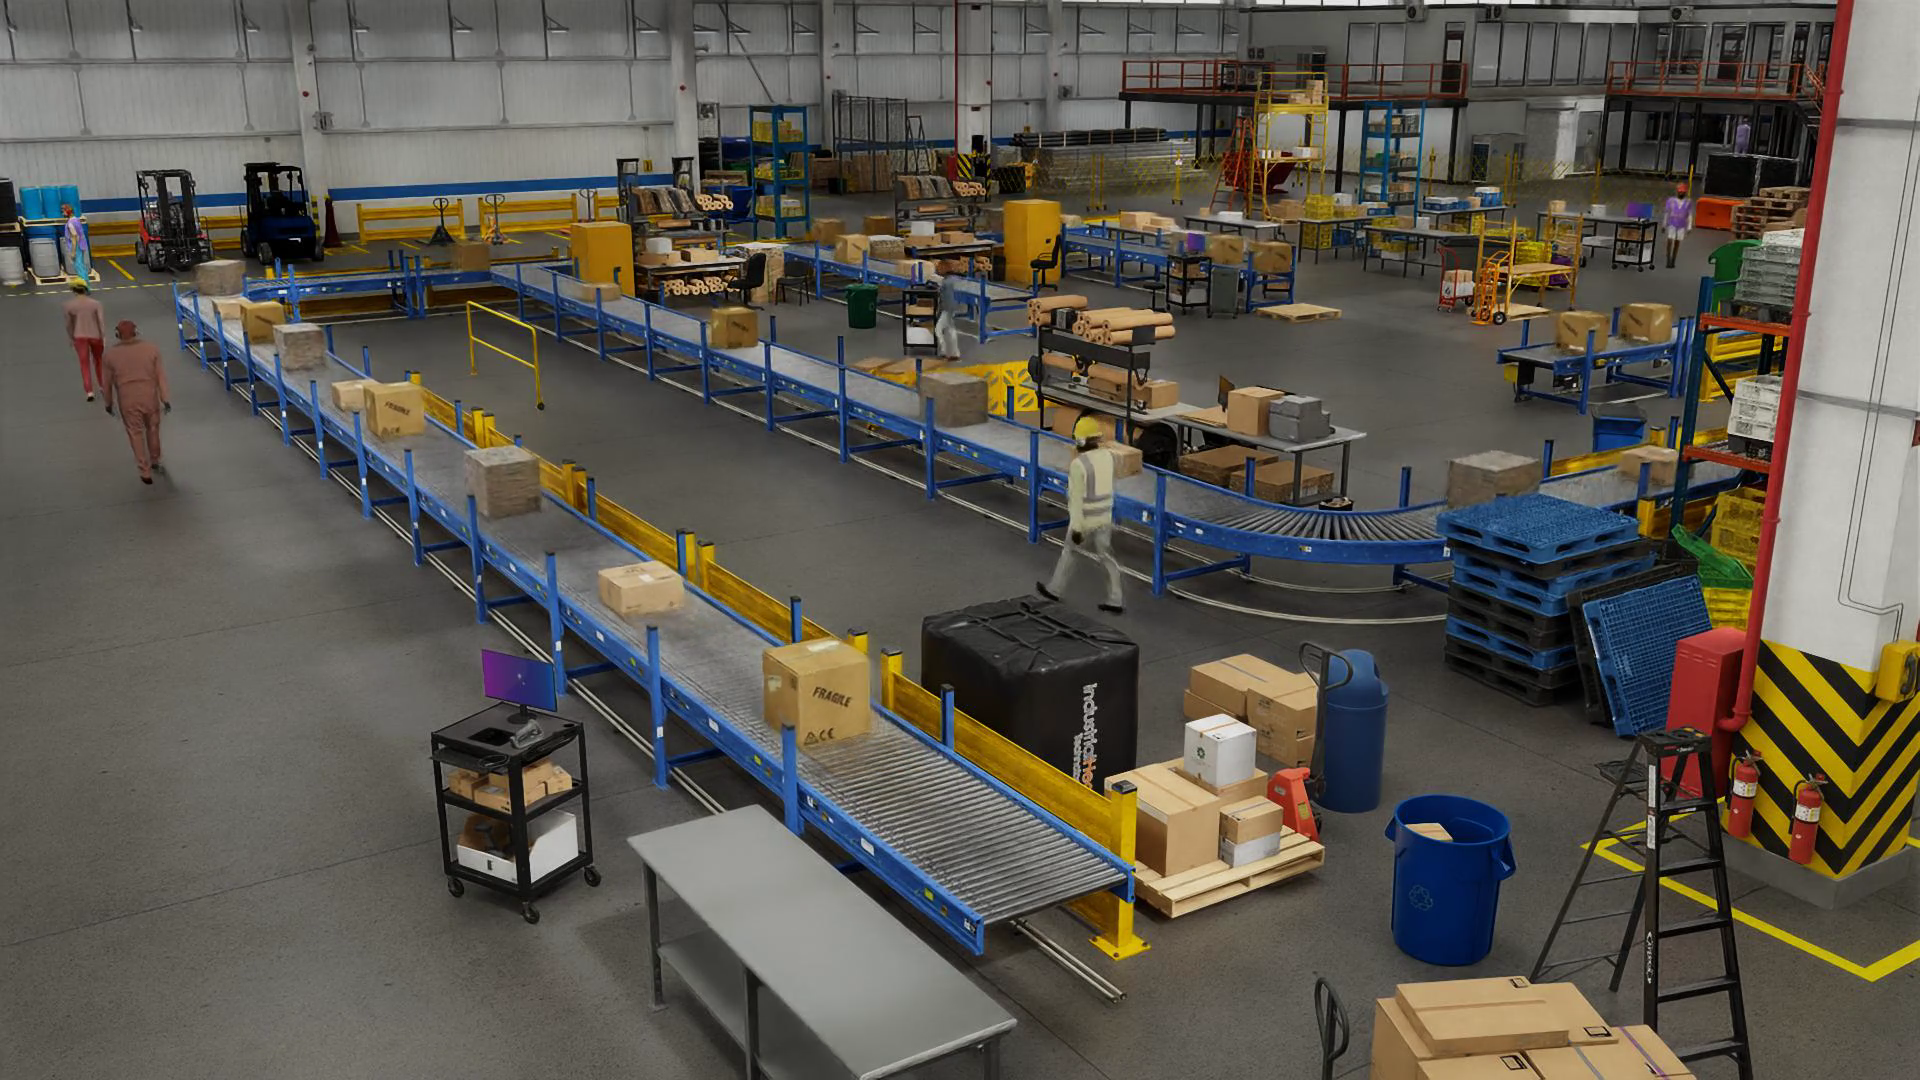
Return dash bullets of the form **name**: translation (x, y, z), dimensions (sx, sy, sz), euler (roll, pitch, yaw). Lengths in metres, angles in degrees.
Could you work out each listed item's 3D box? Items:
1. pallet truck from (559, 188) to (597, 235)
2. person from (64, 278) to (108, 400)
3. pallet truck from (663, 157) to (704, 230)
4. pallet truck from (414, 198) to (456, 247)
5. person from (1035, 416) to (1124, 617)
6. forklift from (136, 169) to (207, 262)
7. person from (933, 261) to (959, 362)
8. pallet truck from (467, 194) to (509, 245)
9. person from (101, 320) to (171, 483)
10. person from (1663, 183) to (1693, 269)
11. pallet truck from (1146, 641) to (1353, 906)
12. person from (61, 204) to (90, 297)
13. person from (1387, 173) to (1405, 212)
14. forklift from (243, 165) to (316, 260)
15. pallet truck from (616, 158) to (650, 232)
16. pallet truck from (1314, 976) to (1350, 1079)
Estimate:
- **pallet truck**: translation (-10.010, -8.652, 43.699), dimensions (0.653, 1.274, 1.630), euler (-10, 20, -31)
- **person**: translation (-12.478, -2.876, 23.781), dimensions (0.524, 1.714, 0.911), euler (-7, 18, -22)
- **pallet truck**: translation (-7.586, -9.308, 44.692), dimensions (0.823, 1.965, 1.885), euler (-11, 20, -33)
- **pallet truck**: translation (-13.250, -8.060, 41.856), dimensions (0.680, 1.201, 1.601), euler (-10, 20, -31)
- **person**: translation (1.118, -0.226, 14.841), dimensions (0.623, 1.777, 0.941), euler (-16, 23, -42)
- **forklift**: translation (-17.842, -7.318, 37.559), dimensions (1.157, 1.987, 2.680), euler (-10, 20, -31)
- **person**: translation (-0.266, -3.624, 26.436), dimensions (0.572, 1.608, 0.501), euler (0, 17, 1)
- **pallet truck**: translation (-11.983, -8.177, 42.137), dimensions (0.704, 1.261, 1.522), euler (-11, 20, -33)
- **person**: translation (-9.626, -1.644, 19.413), dimensions (0.681, 1.856, 0.967), euler (-10, 19, -30)
- **person**: translation (16.050, -6.999, 37.164), dimensions (0.563, 1.899, 0.900), euler (4, 17, 14)
- **pallet truck**: translation (1.664, 1.407, 10.232), dimensions (1.630, 1.274, 0.653), euler (-10, 20, -31)
- **person**: translation (-17.680, -5.802, 33.299), dimensions (0.390, 1.839, 0.564), euler (-5, 18, -18)
- **person**: translation (12.989, -10.753, 50.020), dimensions (0.502, 1.697, 0.909), euler (-13, 21, -36)
- **forklift**: translation (-15.898, -7.669, 38.708), dimensions (1.157, 1.987, 2.680), euler (-11, 20, -33)
- **pallet truck**: translation (-8.918, -9.176, 44.255), dimensions (0.823, 1.965, 1.885), euler (-9, 19, -27)
- **pallet truck**: translation (2.299, 2.390, 7.086), dimensions (1.601, 1.201, 0.680), euler (-2, 17, -7)
